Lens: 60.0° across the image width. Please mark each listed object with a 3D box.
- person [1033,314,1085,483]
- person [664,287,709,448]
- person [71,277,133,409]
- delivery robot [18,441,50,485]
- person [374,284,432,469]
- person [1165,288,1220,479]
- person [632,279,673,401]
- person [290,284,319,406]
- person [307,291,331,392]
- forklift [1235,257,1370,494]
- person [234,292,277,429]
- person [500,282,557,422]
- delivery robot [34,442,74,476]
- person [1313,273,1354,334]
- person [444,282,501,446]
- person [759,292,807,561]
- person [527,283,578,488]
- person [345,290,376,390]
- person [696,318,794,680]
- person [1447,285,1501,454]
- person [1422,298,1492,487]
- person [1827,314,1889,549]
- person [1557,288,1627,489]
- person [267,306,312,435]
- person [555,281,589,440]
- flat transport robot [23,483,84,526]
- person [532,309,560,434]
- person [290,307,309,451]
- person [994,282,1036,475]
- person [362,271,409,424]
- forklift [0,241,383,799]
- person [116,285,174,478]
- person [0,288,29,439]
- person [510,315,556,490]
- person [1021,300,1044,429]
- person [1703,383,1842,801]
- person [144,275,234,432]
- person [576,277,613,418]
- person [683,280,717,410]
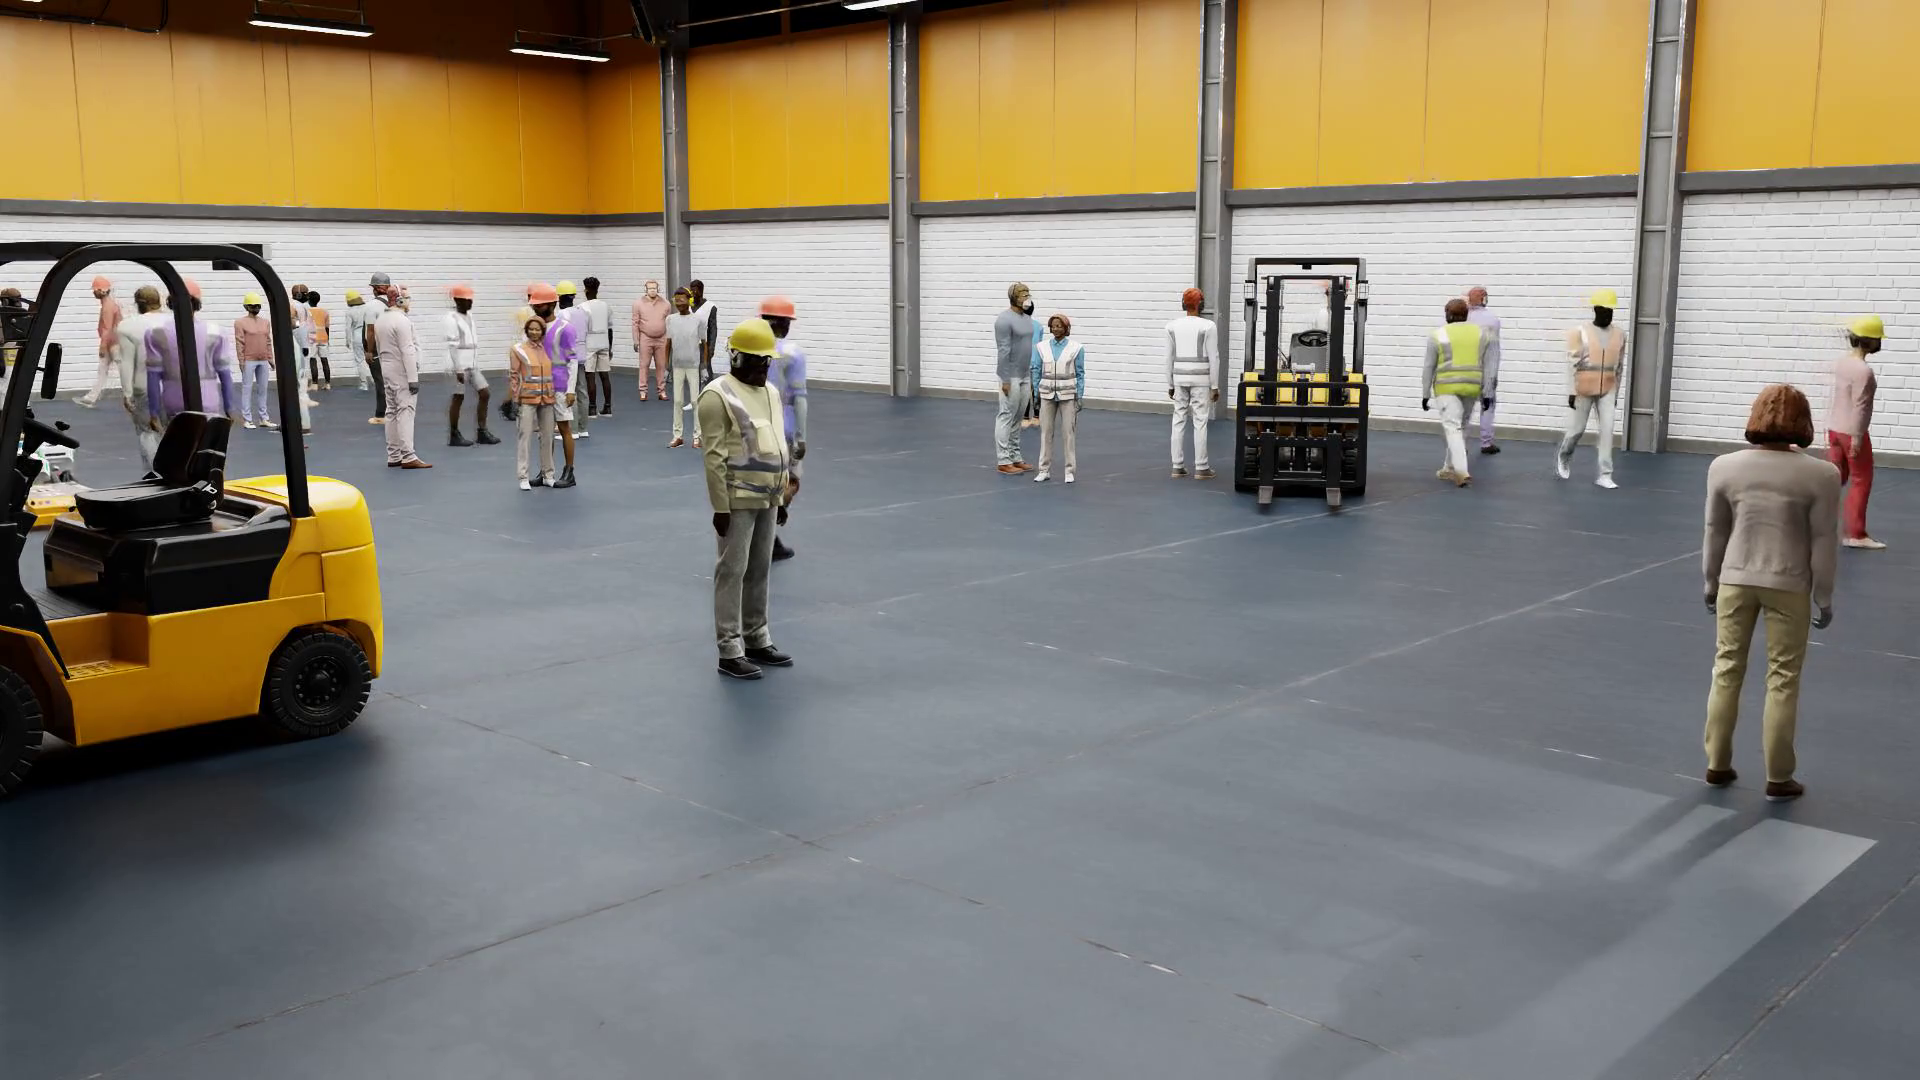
[{"bbox_3d":[0.956,-1.373,16.155,0.513,1.641,0.309,3,10,17],"label":"person"},{"bbox_3d":[-3.167,-1.986,19.230,0.533,1.864,0.311,1,9,8],"label":"person"},{"bbox_3d":[-12.555,-2.877,24.445,1.018,1.937,0.643,-5,10,-27],"label":"person"},{"bbox_3d":[-8.270,-0.630,14.632,0.477,0.478,0.707,-8,12,-40],"label":"delivery robot"},{"bbox_3d":[-5.795,-1.693,17.296,0.407,1.910,0.639,-9,13,-43],"label":"person"},{"bbox_3d":[2.301,-1.543,16.451,0.574,1.885,0.355,6,11,33],"label":"person"},{"bbox_3d":[-4.810,-3.126,26.090,0.648,1.907,0.401,-4,10,-23],"label":"person"},{"bbox_3d":[-9.936,-2.936,25.124,0.429,1.842,0.630,-6,11,-31],"label":"person"},{"bbox_3d":[-10.908,-3.360,28.164,0.316,1.695,0.542,6,11,33],"label":"person"},{"bbox_3d":[3.309,-1.629,16.029,1.214,2.155,2.313,2,9,11],"label":"forklift"},{"bbox_3d":[-9.157,-2.329,21.632,0.313,1.769,0.523,5,11,30],"label":"person"},{"bbox_3d":[-5.826,-2.535,22.489,0.879,1.909,0.549,4,10,25],"label":"person"},{"bbox_3d":[-8.671,-0.803,15.694,0.707,0.478,0.477,8,12,41],"label":"delivery robot"},{"bbox_3d":[4.029,-1.920,18.320,0.547,2.025,0.617,4,10,23],"label":"person"},{"bbox_3d":[-5.674,-2.025,19.321,0.748,1.908,0.567,2,10,15],"label":"person"},{"bbox_3d":[-1.337,-0.766,11.614,0.547,1.916,0.595,4,10,23],"label":"person"},{"bbox_3d":[-3.879,-1.450,15.728,0.550,1.933,0.374,5,10,27],"label":"person"},{"bbox_3d":[-10.237,-3.407,28.414,0.416,1.709,0.545,7,12,37],"label":"person"},{"bbox_3d":[-1.073,-0.216,8.507,0.403,1.823,0.587,5,10,26],"label":"person"},{"bbox_3d":[5.776,-1.885,18.546,0.669,1.884,0.738,8,12,41],"label":"person"},{"bbox_3d":[4.787,-1.418,15.978,0.649,1.802,0.912,-1,9,-7],"label":"person"},{"bbox_3d":[6.536,-0.802,12.343,0.669,1.742,0.529,1,9,6],"label":"person"},{"bbox_3d":[6.073,-1.468,15.968,0.589,1.898,0.847,0,9,-2],"label":"person"},{"bbox_3d":[-8.399,-2.098,20.640,0.629,1.611,0.529,-1,9,-9],"label":"person"},{"bbox_3d":[-4.734,-2.175,20.196,0.365,1.928,0.586,3,10,20],"label":"person"},{"bbox_3d":[-7.589,-0.311,13.832,0.652,0.197,1.431,-8,12,-40],"label":"flat transport robot"},{"bbox_3d":[-5.183,-2.271,20.986,0.535,1.861,0.309,5,11,30],"label":"person"},{"bbox_3d":[-7.622,-1.827,18.958,0.279,1.634,0.499,-2,10,-14],"label":"person"},{"bbox_3d":[0.565,-1.631,16.822,0.376,1.940,0.627,5,11,28],"label":"person"},{"bbox_3d":[-7.750,-2.574,22.296,0.538,2.000,0.684,4,10,24],"label":"person"},{"bbox_3d":[-3.706,-0.171,7.093,1.214,2.155,2.313,9,13,43],"label":"forklift"},{"bbox_3d":[-7.211,-1.314,14.936,0.650,1.918,0.736,-7,11,-36],"label":"person"},{"bbox_3d":[-11.547,-2.157,20.345,0.429,1.841,0.634,1,9,7],"label":"person"},{"bbox_3d":[-3.980,-1.289,15.655,0.517,1.636,0.314,-7,12,-37],"label":"person"},{"bbox_3d":[0.871,-2.284,21.580,0.319,1.693,0.532,8,12,40],"label":"person"},{"bbox_3d":[3.165,0.204,6.525,0.499,1.628,0.277,9,13,44],"label":"person"},{"bbox_3d":[-6.105,-1.084,13.203,0.628,2.024,0.773,-5,10,-26],"label":"person"},{"bbox_3d":[-5.093,-2.676,23.148,0.361,1.963,0.614,8,12,40],"label":"person"},{"bbox_3d":[-3.805,-2.846,24.350,0.591,1.915,0.393,5,11,30],"label":"person"}]
